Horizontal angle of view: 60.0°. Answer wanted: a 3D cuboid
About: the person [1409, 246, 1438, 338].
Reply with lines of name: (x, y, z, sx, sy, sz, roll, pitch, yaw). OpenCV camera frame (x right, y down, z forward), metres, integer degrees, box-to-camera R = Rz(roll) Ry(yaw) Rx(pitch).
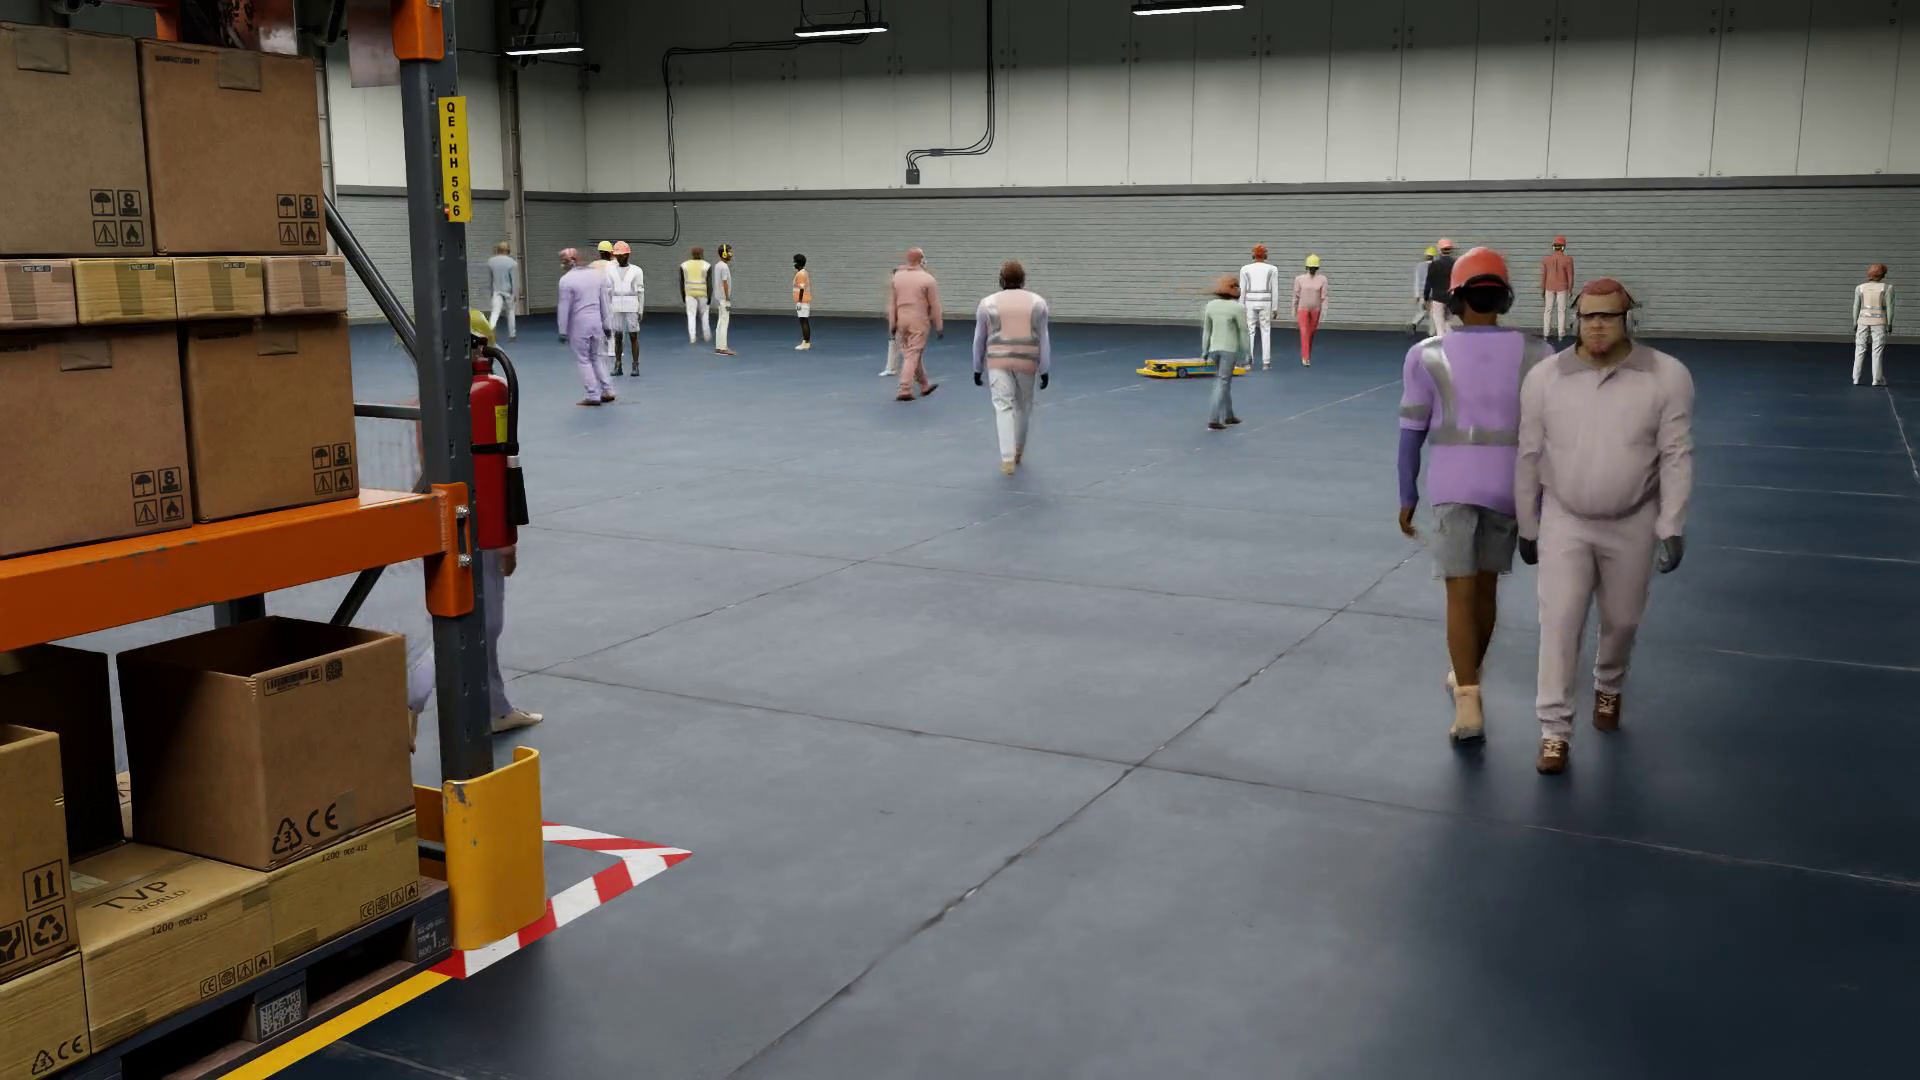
person: (9.037, -4.758, 32.113, 0.630, 1.815, 0.598, -7, 13, -35)

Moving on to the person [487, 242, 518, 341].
person: (-8.732, -4.730, 31.725, 0.641, 1.914, 0.911, 1, 10, 8)

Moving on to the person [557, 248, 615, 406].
person: (-4.488, -2.524, 19.774, 0.484, 1.871, 0.669, 6, 12, 28)

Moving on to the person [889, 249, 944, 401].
person: (-0.505, -2.667, 20.604, 0.674, 1.848, 1.024, 7, 12, 33)

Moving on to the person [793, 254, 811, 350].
person: (-2.801, -4.208, 29.423, 0.317, 1.697, 0.540, 0, 10, 3)

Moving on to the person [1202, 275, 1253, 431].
person: (2.841, -1.953, 17.364, 0.739, 1.599, 0.517, -9, 14, -40)

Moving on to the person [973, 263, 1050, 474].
person: (0.431, -1.494, 14.390, 0.644, 1.783, 1.008, -1, 10, -6)

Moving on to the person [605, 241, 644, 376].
person: (-4.820, -3.314, 23.900, 0.552, 1.935, 0.373, 1, 10, 3)

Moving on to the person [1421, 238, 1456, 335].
person: (7.830, -3.902, 27.022, 0.611, 1.970, 0.480, -4, 11, -22)

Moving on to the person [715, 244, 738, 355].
person: (-4.003, -4.079, 28.258, 0.309, 1.868, 0.534, -4, 11, -23)

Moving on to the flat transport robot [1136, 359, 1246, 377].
flat transport robot: (3.329, -2.492, 23.964, 1.431, 0.197, 0.652, -4, 11, -21)

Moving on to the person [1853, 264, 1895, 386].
person: (12.268, -2.884, 22.360, 0.310, 1.642, 0.514, -9, 14, -40)

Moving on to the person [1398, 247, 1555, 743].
person: (2.110, -0.193, 6.789, 0.606, 1.986, 1.047, 1, 10, 6)

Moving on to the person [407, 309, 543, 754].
person: (-1.978, -0.027, 6.511, 0.528, 1.742, 0.704, 9, 14, 41)

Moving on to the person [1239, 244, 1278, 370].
person: (4.500, -3.508, 25.100, 0.585, 1.882, 0.337, 2, 11, 9)

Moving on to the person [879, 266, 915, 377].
person: (-0.834, -3.120, 23.791, 0.584, 1.602, 0.552, -2, 11, -8)

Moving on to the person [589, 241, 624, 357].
person: (-5.913, -4.022, 27.787, 0.595, 1.925, 0.371, 5, 12, 27)

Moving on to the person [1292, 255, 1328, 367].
person: (5.455, -3.582, 25.979, 0.527, 1.713, 0.922, 0, 10, 1)

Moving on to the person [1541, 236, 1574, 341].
person: (11.468, -4.819, 31.945, 0.611, 1.995, 0.376, 7, 12, 33)

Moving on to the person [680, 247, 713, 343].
person: (-4.970, -4.632, 31.484, 0.637, 1.794, 0.951, 0, 10, 2)

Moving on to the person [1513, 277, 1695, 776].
person: (2.492, -0.087, 6.495, 0.642, 1.872, 0.910, 4, 11, 20)

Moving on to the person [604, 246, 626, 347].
person: (-6.318, -4.453, 30.422, 0.605, 1.812, 0.812, -5, 11, -25)
